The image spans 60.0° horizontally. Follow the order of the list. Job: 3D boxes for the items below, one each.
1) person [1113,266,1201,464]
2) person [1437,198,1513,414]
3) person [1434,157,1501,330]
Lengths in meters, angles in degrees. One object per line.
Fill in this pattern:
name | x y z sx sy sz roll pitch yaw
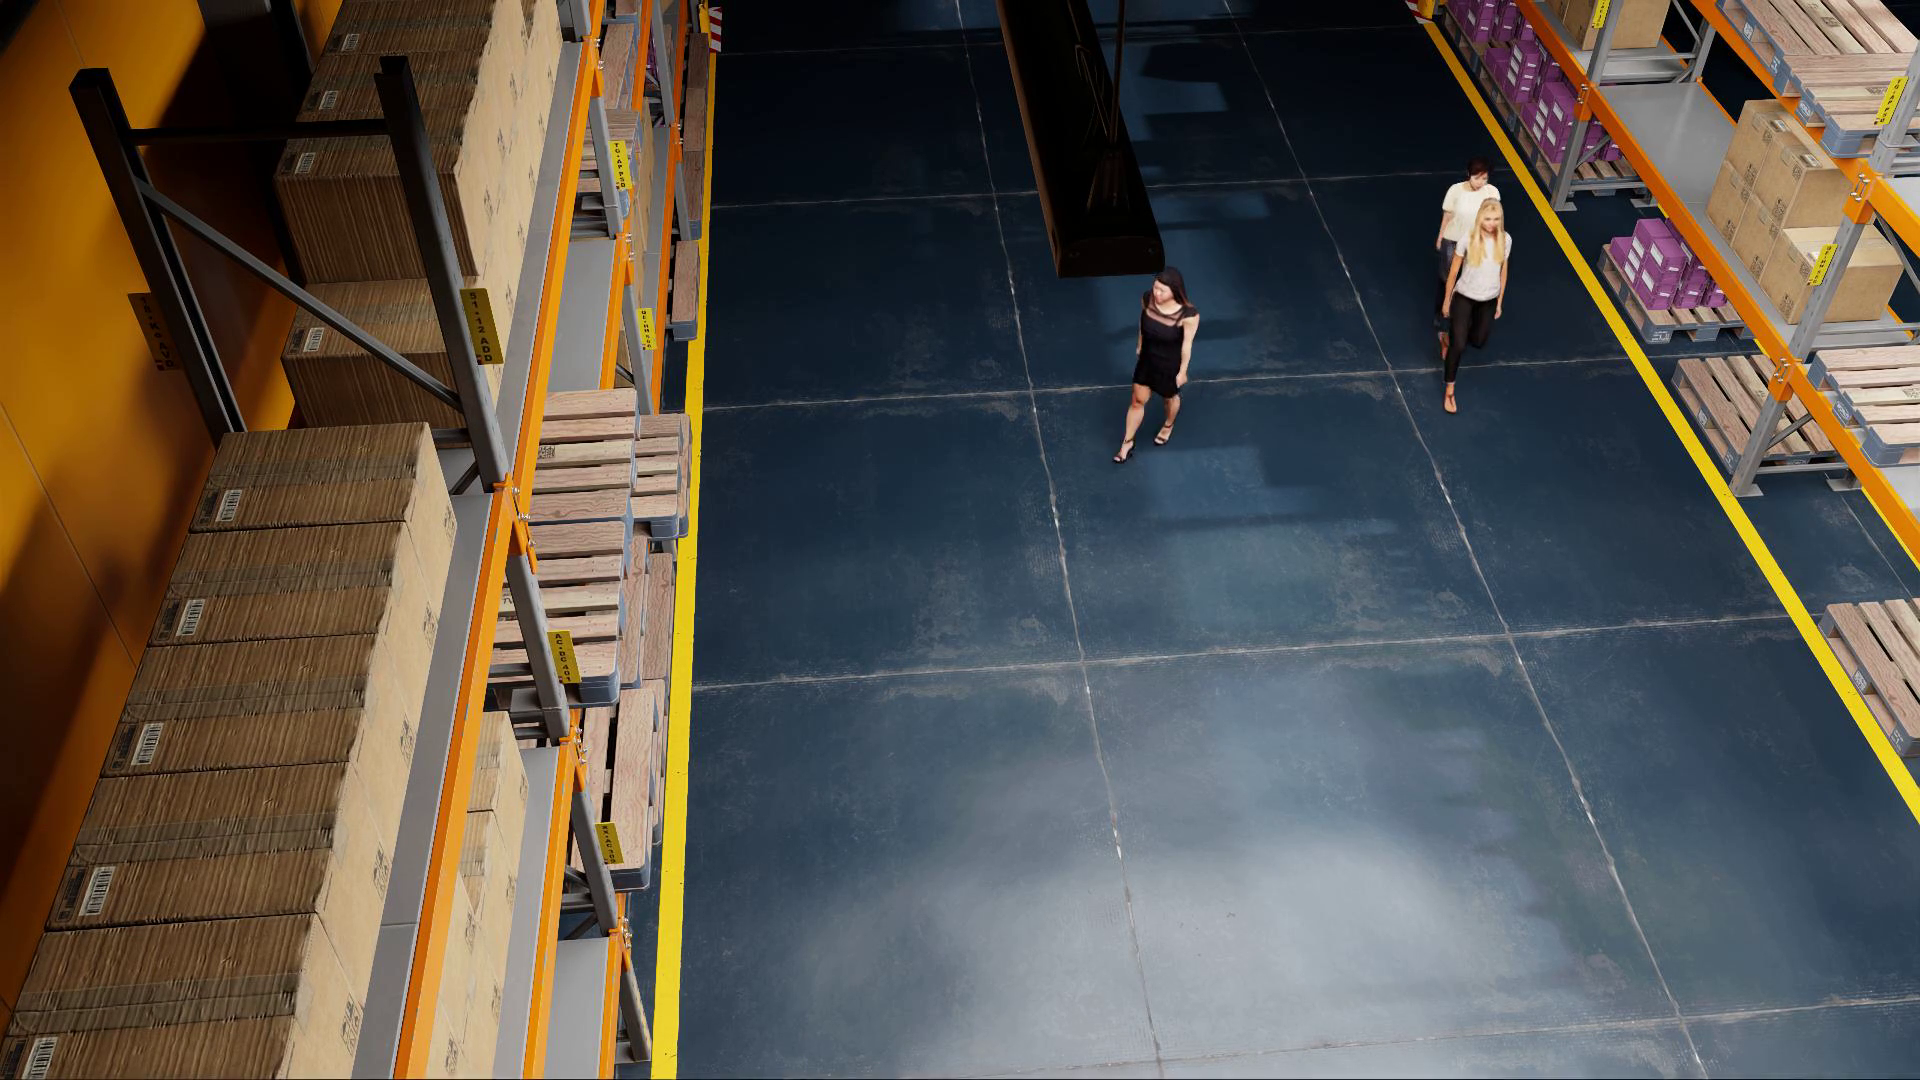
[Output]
person | 1.572 -1.373 12.526 0.955 1.692 1.023 27 50 26
person | 3.977 -1.910 13.004 0.646 1.810 0.942 -5 44 -5
person | 4.154 -2.536 13.832 0.629 1.574 0.638 -3 44 -3
